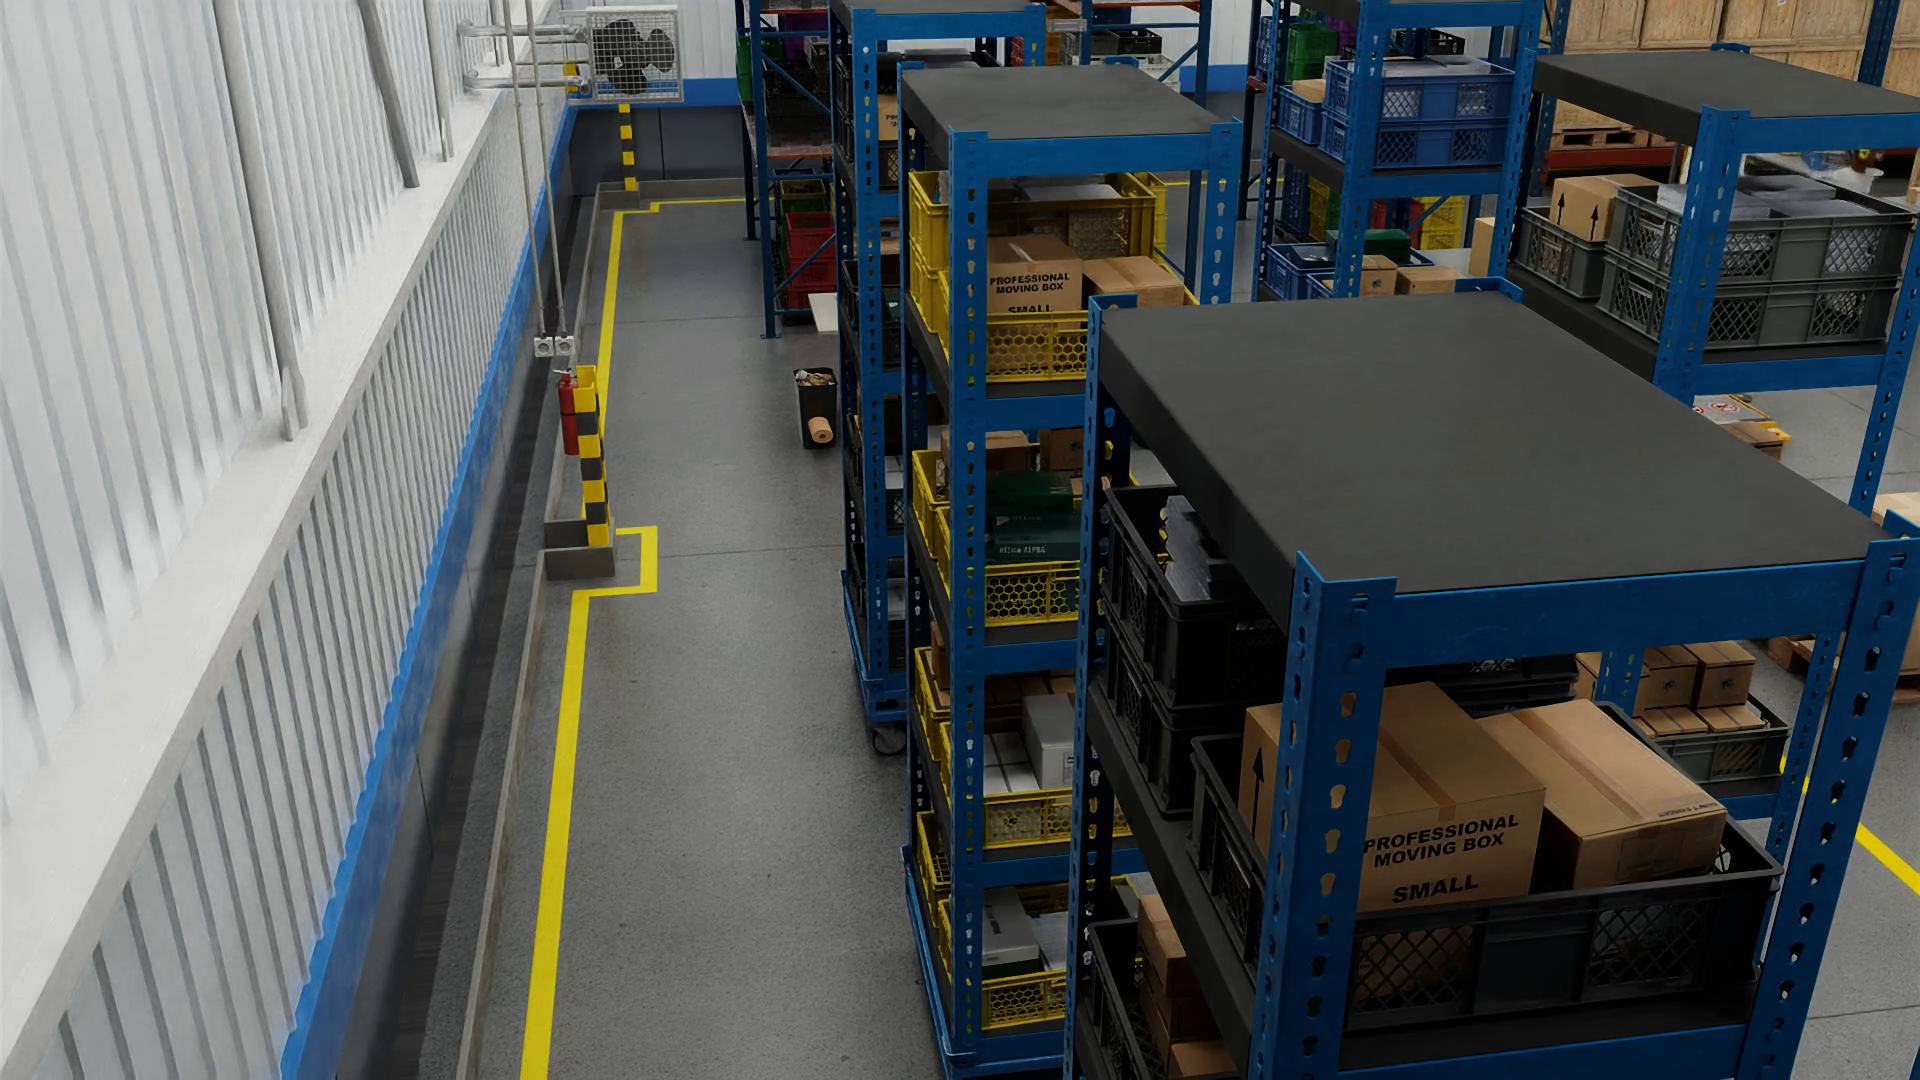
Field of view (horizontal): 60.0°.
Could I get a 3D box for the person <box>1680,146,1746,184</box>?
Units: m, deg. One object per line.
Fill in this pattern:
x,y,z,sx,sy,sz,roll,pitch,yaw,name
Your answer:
6.670,-3.024,14.938,0.615,1.871,0.564,-3,25,-6,person
